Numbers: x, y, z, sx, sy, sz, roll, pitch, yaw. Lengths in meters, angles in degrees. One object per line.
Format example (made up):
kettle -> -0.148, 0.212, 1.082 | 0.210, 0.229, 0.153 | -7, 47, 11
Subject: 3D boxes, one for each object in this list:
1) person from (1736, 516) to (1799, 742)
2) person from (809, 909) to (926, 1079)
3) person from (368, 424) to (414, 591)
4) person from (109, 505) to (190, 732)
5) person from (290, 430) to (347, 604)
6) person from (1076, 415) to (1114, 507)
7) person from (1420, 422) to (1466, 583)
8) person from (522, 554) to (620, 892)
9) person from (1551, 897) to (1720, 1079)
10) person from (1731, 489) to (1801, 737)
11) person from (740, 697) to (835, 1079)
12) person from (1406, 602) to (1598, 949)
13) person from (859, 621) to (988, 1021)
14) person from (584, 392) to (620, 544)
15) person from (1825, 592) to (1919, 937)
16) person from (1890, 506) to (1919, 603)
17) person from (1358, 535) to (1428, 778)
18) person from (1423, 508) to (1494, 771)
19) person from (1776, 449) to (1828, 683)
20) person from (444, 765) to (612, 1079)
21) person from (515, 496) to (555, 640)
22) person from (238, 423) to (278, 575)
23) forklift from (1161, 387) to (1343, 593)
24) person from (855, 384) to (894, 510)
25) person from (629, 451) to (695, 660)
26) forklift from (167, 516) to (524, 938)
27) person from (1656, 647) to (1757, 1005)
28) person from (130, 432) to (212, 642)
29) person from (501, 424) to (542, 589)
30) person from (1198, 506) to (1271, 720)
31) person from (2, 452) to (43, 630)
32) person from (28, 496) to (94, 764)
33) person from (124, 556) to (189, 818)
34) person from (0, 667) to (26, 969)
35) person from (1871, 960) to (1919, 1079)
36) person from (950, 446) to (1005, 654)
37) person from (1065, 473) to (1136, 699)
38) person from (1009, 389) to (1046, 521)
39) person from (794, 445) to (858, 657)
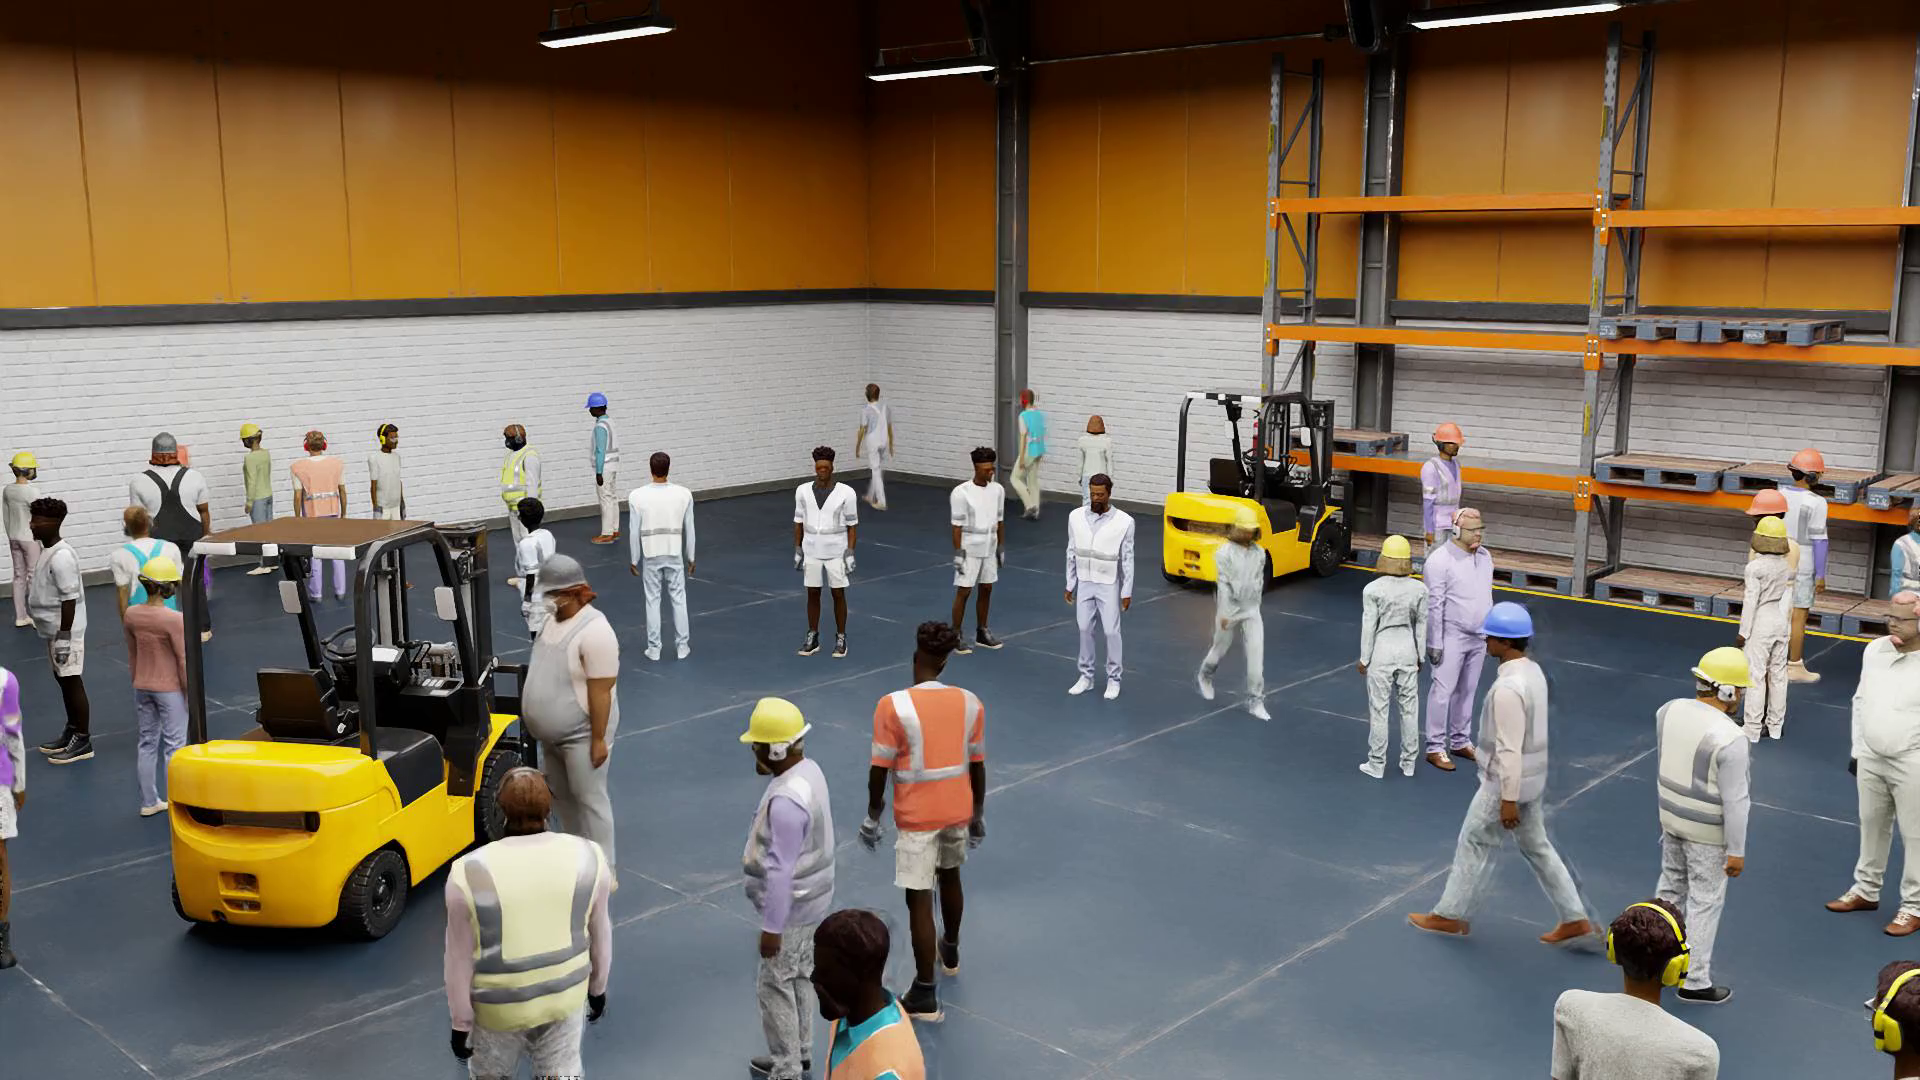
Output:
person -> 6.151, 0.678, 12.729 | 0.486, 1.744, 0.294 | -4, 11, -22
person -> -0.343, 1.985, 4.930 | 1.002, 1.861, 0.622 | -2, 10, -9
person -> -6.275, -0.352, 18.279 | 0.323, 1.860, 0.519 | 4, 11, 20
person -> -6.170, 0.641, 12.782 | 0.534, 1.808, 0.752 | -8, 13, -37
person -> -6.795, -0.243, 17.682 | 0.567, 1.846, 0.389 | -8, 13, -39
person -> 1.745, -0.794, 21.416 | 0.506, 1.636, 0.278 | 4, 11, 24
person -> 4.845, -0.161, 16.656 | 0.374, 2.043, 0.612 | 9, 14, 42
person -> -2.269, 1.066, 9.672 | 0.536, 2.000, 0.694 | -9, 13, -41
person -> 2.014, 1.972, 5.004 | 0.531, 1.870, 0.318 | 9, 14, 42
person -> 6.228, 0.563, 12.879 | 0.386, 1.930, 0.539 | -1, 10, -5
person -> -0.758, 1.586, 7.353 | 0.410, 1.825, 0.617 | 0, 10, -1
person -> 2.993, 1.269, 8.932 | 0.968, 1.912, 0.630 | 7, 12, 33
person -> -0.152, 1.364, 8.350 | 0.699, 1.916, 0.701 | -7, 12, -36
person -> -4.564, -0.919, 21.277 | 0.415, 1.939, 0.604 | 0, 10, 0
person -> 5.172, 1.220, 9.180 | 0.399, 1.908, 0.643 | -4, 11, -20
person -> 8.110, 0.490, 14.170 | 0.527, 1.605, 0.461 | -1, 10, -6
person -> 3.079, 0.828, 11.878 | 0.492, 1.742, 0.315 | -2, 10, -9
person -> 3.650, 0.709, 12.090 | 0.652, 1.906, 0.409 | -7, 12, -34
person -> 7.290, 0.222, 14.472 | 0.373, 2.043, 0.615 | -4, 11, -19
person -> -1.643, 1.754, 6.369 | 0.649, 1.823, 0.458 | -5, 11, -28
person -> -3.554, 0.476, 14.002 | 0.321, 1.698, 0.537 | 1, 10, 7
person -> -8.136, -0.476, 19.256 | 0.320, 1.762, 0.522 | 0, 10, 1
forklift -> 3.298, -0.608, 18.767 | 1.214, 2.155, 2.313 | 9, 13, 42
person -> -1.300, -1.366, 24.178 | 0.541, 1.809, 0.867 | -9, 13, -41
person -> -2.723, 0.148, 15.249 | 0.597, 1.916, 0.371 | -3, 10, -16
forklift -> -3.583, 0.976, 9.748 | 1.214, 2.155, 2.313 | 2, 10, 11
person -> 3.707, 1.418, 8.305 | 0.403, 1.818, 0.606 | -2, 10, -14
person -> -7.509, -0.019, 15.850 | 0.672, 2.000, 0.536 | -6, 11, -29
person -> -4.885, -0.381, 18.529 | 0.429, 1.830, 0.636 | -8, 13, -38
person -> 2.248, 0.550, 13.562 | 0.475, 1.711, 0.847 | -3, 11, -19
person -> -9.232, 0.005, 16.504 | 0.533, 1.765, 0.324 | 5, 11, 25
person -> -6.636, 0.651, 12.247 | 0.367, 1.966, 0.607 | -7, 12, -36
person -> -5.242, 0.980, 10.974 | 0.526, 1.761, 0.333 | 4, 11, 21
person -> -5.295, 1.272, 8.874 | 0.560, 1.912, 0.832 | -7, 12, -34
person -> 2.549, 2.059, 4.552 | 0.511, 1.859, 0.324 | -1, 10, -7
person -> 0.177, 0.090, 15.506 | 0.616, 1.953, 0.400 | -8, 12, -37
person -> 1.185, 0.378, 13.976 | 0.596, 1.913, 0.388 | 5, 11, 28
person -> 0.947, -1.167, 22.984 | 0.463, 1.824, 0.601 | 7, 12, 33
person -> -1.250, 0.105, 15.355 | 0.612, 1.965, 0.361 | 2, 10, 14
